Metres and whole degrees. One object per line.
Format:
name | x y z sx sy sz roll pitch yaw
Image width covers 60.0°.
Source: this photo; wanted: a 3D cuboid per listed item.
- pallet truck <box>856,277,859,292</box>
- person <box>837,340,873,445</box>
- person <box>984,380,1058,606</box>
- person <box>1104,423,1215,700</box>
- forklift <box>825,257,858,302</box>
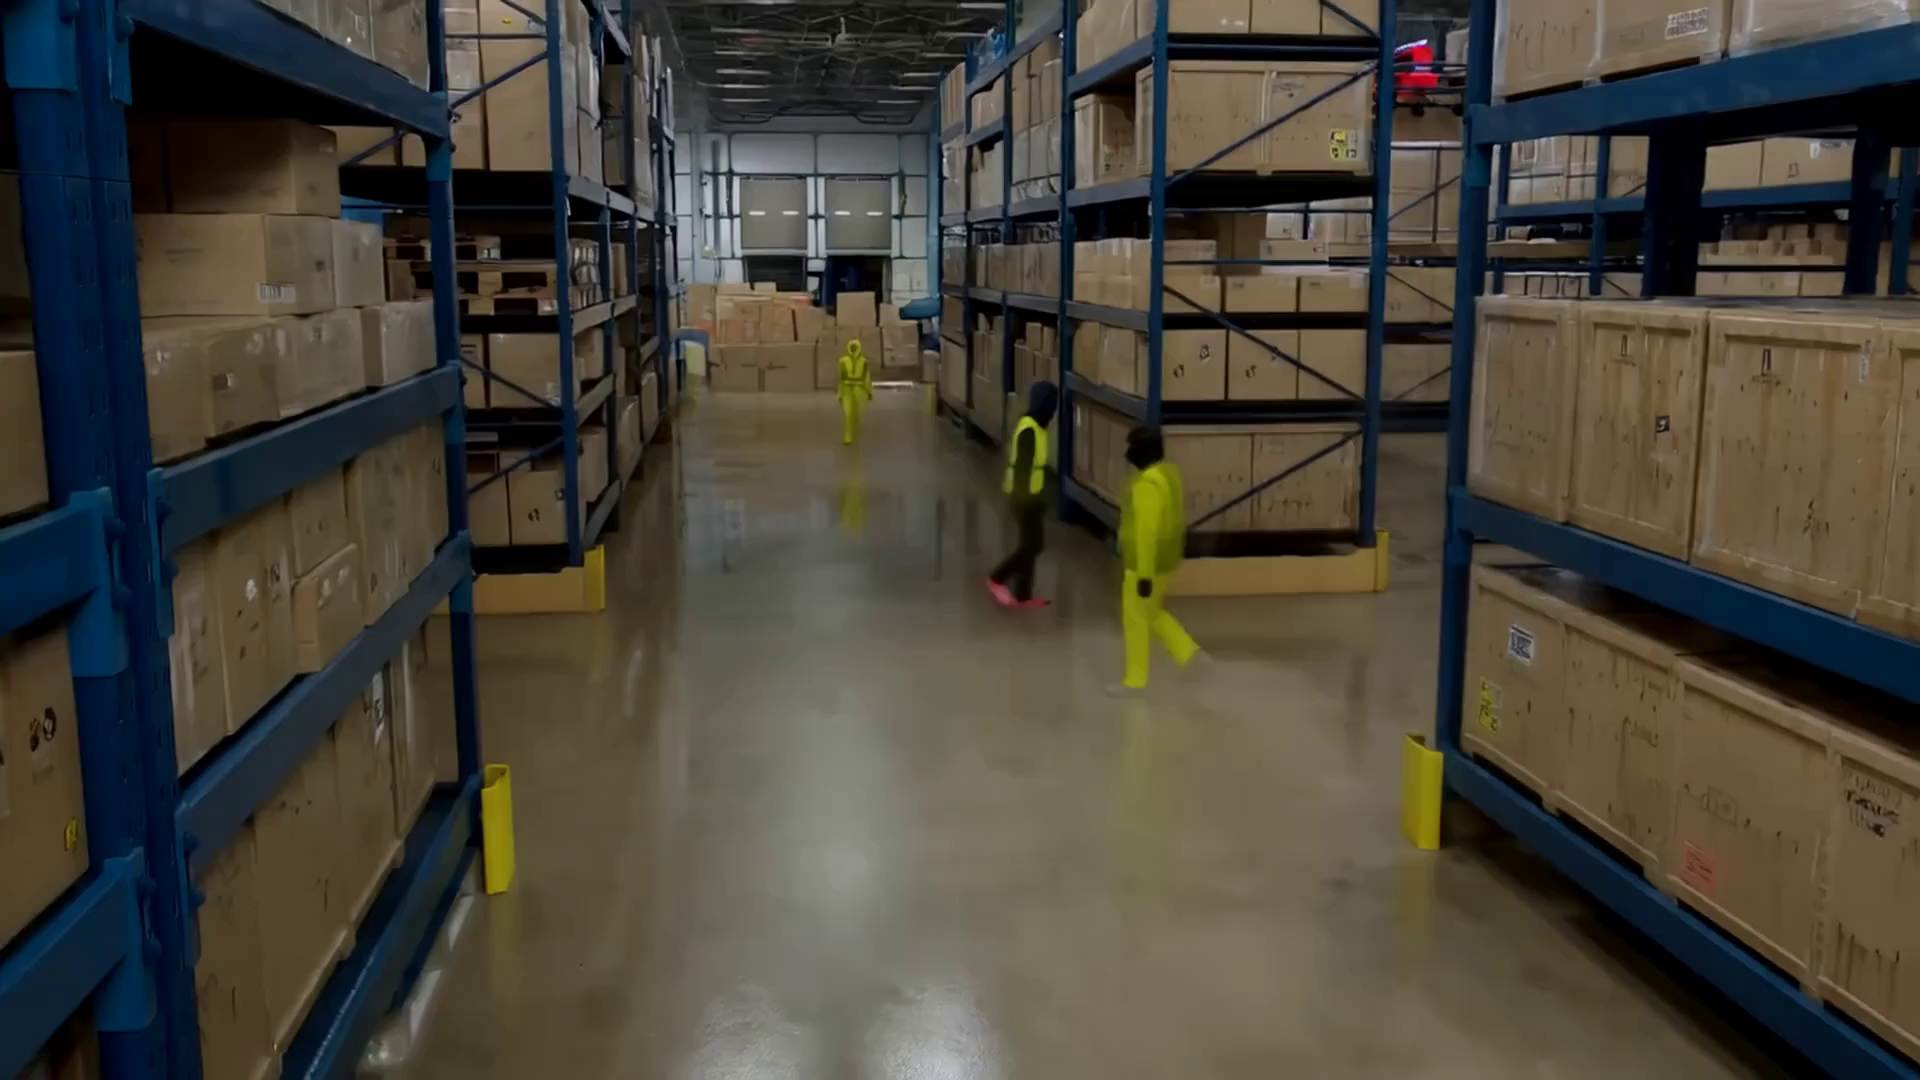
pallet truck | -3.782 -9.391 65.808 1.885 1.965 0.823 2 10 10
person | -1.602 -2.240 25.321 0.558 1.597 0.835 0 10 0
person | 0.543 -0.366 13.602 0.497 1.892 0.598 1 10 7
person | 1.285 0.152 10.752 0.594 1.824 0.638 4 11 23
forklift | -3.405 -6.789 48.088 1.129 2.768 1.873 6 12 33
